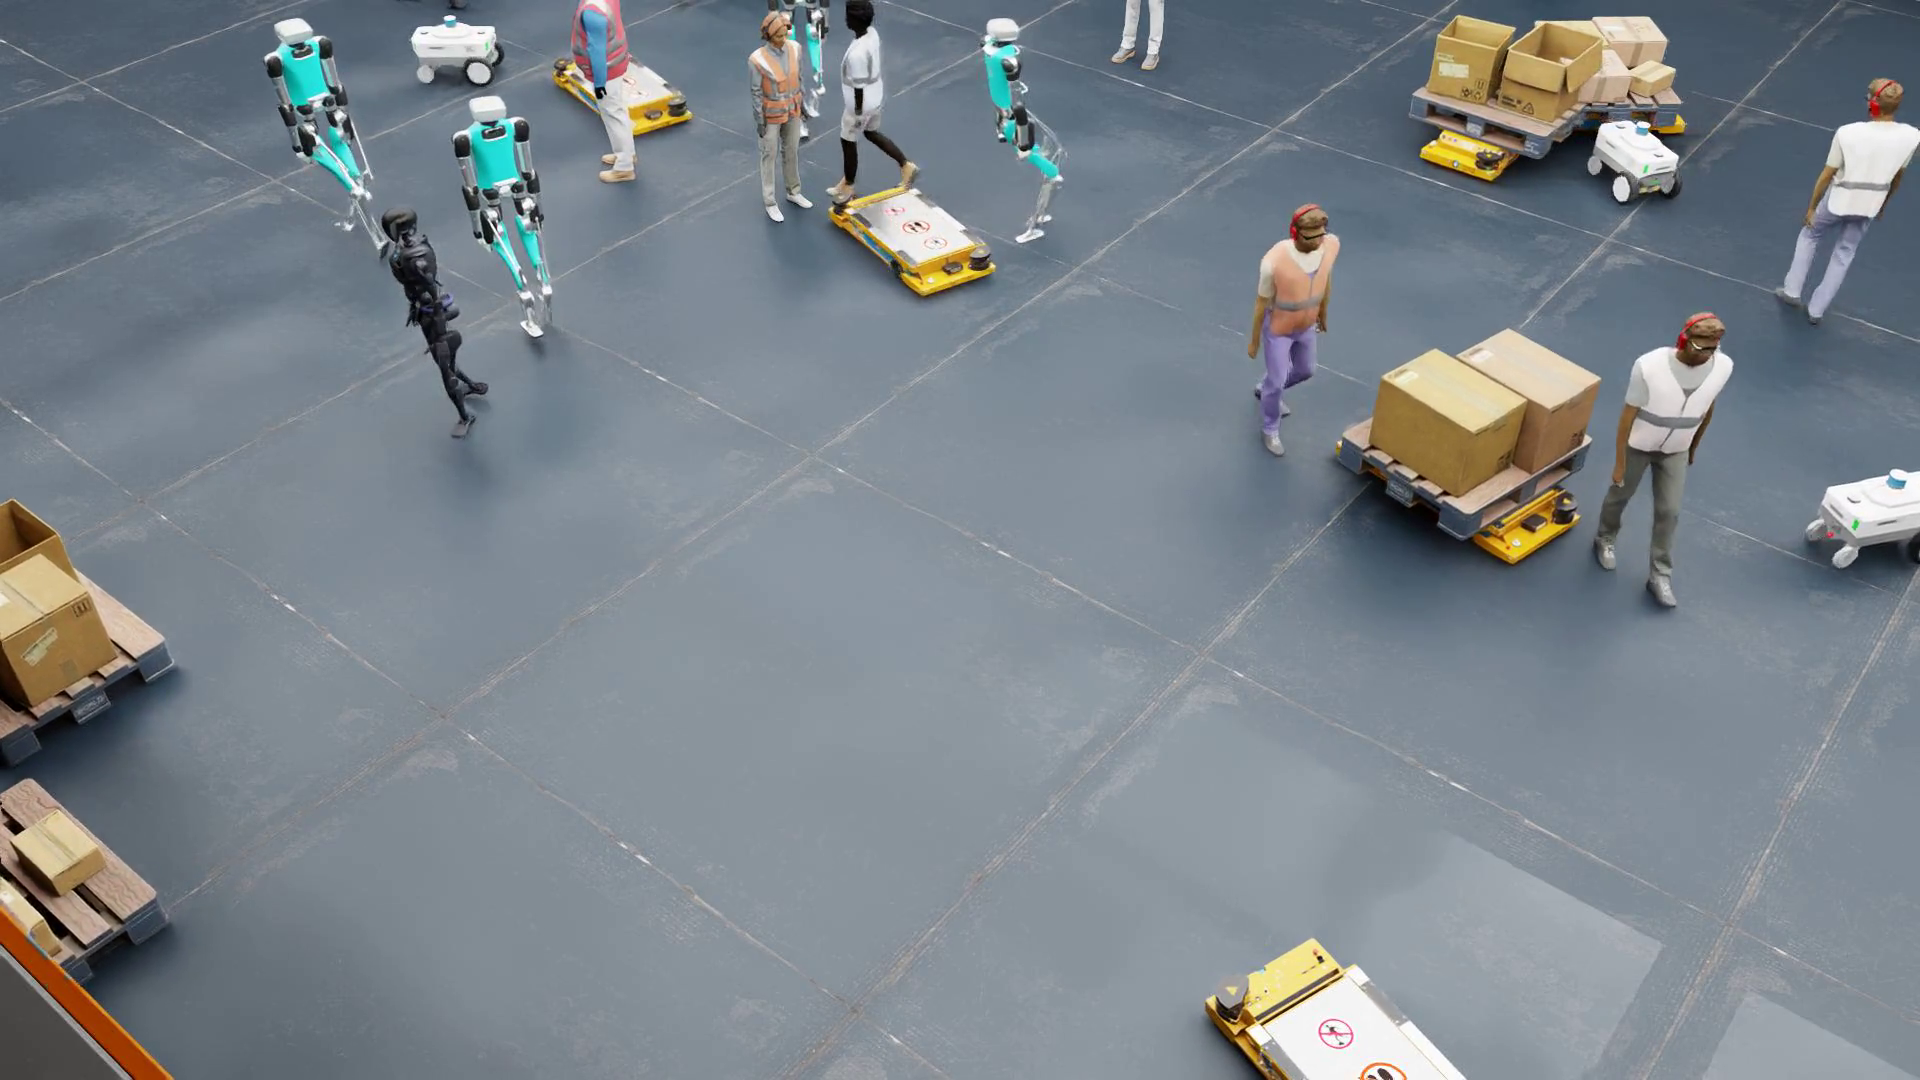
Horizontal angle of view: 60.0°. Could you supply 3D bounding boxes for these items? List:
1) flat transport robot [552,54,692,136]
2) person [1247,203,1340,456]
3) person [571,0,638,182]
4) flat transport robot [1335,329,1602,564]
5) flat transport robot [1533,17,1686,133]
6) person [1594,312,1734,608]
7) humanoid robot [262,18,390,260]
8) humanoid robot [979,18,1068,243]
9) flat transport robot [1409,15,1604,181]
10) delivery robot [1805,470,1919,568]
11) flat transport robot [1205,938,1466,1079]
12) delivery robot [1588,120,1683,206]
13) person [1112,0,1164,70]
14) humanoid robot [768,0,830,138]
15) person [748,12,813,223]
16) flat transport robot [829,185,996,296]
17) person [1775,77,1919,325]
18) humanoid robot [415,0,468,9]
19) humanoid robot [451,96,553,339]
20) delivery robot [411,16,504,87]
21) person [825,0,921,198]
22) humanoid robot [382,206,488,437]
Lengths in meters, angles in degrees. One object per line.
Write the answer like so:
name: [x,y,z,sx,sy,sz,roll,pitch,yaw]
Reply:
flat transport robot: [-3.015,-3.985,14.766,0.659,0.231,1.431,-25,46,-27]
person: [2.050,-1.377,10.508,0.600,1.813,0.559,-20,44,-22]
person: [-2.862,-3.773,13.314,0.431,1.836,0.629,-1,40,-2]
flat transport robot: [3.145,-0.397,10.545,0.659,0.231,1.431,-27,47,-28]
flat transport robot: [5.517,-3.776,14.520,1.431,0.231,0.659,0,40,0]
person: [3.979,-0.453,9.416,0.581,1.815,0.753,0,40,-1]
humanoid robot: [-4.600,-2.938,12.429,0.989,1.779,0.535,29,48,30]
humanoid robot: [0.557,-3.129,12.622,0.817,1.755,0.534,-15,43,-17]
flat transport robot: [4.574,-3.489,14.182,0.659,0.231,1.431,29,48,29]
delivery robot: [5.580,-0.168,10.045,0.773,0.582,0.499,-9,41,-11]
flat transport robot: [1.778,2.383,7.275,0.659,0.231,1.431,-22,45,-24]
delivery robot: [5.482,-3.078,13.489,0.499,0.608,0.799,-11,42,-13]
person: [1.672,-5.178,14.926,0.574,1.882,0.356,21,45,23]
humanoid robot: [-1.283,-4.212,13.911,0.573,1.775,0.883,-11,42,-13]
person: [-1.395,-3.288,12.887,0.306,1.639,0.510,33,50,33]
flat transport robot: [-0.386,-2.355,12.848,0.659,0.231,1.431,-22,45,-24]
person: [6.234,-2.382,11.679,0.568,1.828,0.602,8,41,9]
humanoid robot: [-5.212,-5.922,16.004,0.805,1.620,0.591,11,41,12]
humanoid robot: [-3.012,-2.075,11.425,0.540,1.838,0.735,-25,46,-26]
delivery robot: [-4.545,-4.452,15.100,0.775,0.601,0.499,0,40,0]
person: [-0.706,-3.449,13.045,0.711,1.675,0.536,10,41,11]
humanoid robot: [-3.339,-1.444,10.695,0.456,1.647,0.608,-24,46,-26]
